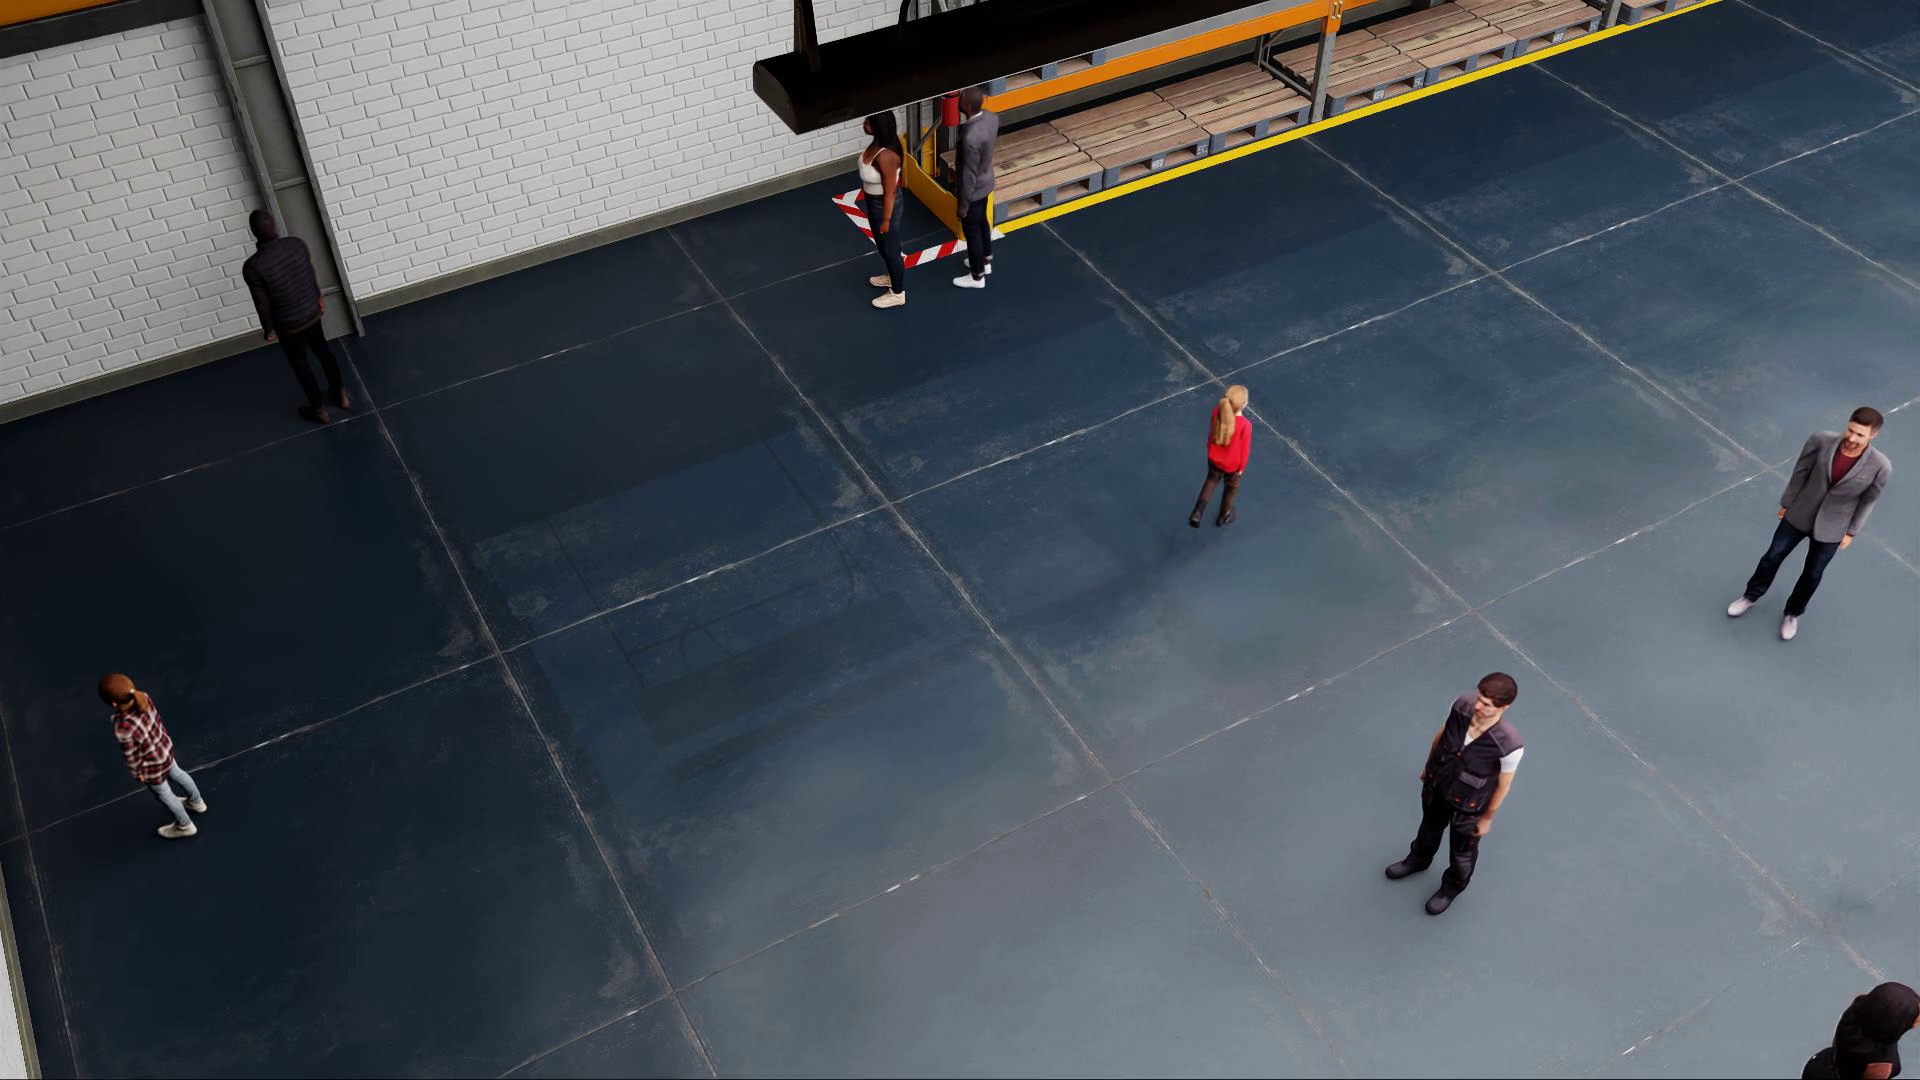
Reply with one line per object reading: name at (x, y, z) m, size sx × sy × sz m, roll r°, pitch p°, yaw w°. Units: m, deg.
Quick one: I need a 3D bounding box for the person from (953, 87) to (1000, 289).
person at (0.132, -2.927, 13.831) m, size 0.860 × 1.815 × 0.771 m, roll 14°, pitch 45°, yaw 14°

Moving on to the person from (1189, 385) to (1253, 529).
person at (1.843, -0.553, 11.733) m, size 0.632 × 1.272 × 0.785 m, roll 30°, pitch 51°, yaw 28°

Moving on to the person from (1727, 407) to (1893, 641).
person at (5.599, -0.138, 10.861) m, size 0.757 × 1.873 × 0.726 m, roll 31°, pitch 51°, yaw 28°

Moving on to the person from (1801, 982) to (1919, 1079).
person at (4.228, 2.654, 8.027) m, size 0.708 × 1.741 × 0.665 m, roll 7°, pitch 44°, yaw 8°

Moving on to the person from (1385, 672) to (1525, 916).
person at (2.805, 1.384, 9.282) m, size 0.576 × 1.848 × 0.659 m, roll -25°, pitch 49°, yaw -24°

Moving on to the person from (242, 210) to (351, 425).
person at (-5.003, -1.682, 12.510) m, size 0.830 × 1.835 × 0.666 m, roll 27°, pitch 50°, yaw 26°

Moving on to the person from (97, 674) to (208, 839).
person at (-4.764, 1.257, 9.810) m, size 0.635 × 1.304 × 0.603 m, roll 2°, pitch 44°, yaw 2°

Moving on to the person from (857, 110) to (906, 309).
person at (-0.604, -2.747, 13.647) m, size 0.748 × 1.808 × 0.736 m, roll -3°, pitch 44°, yaw -3°
